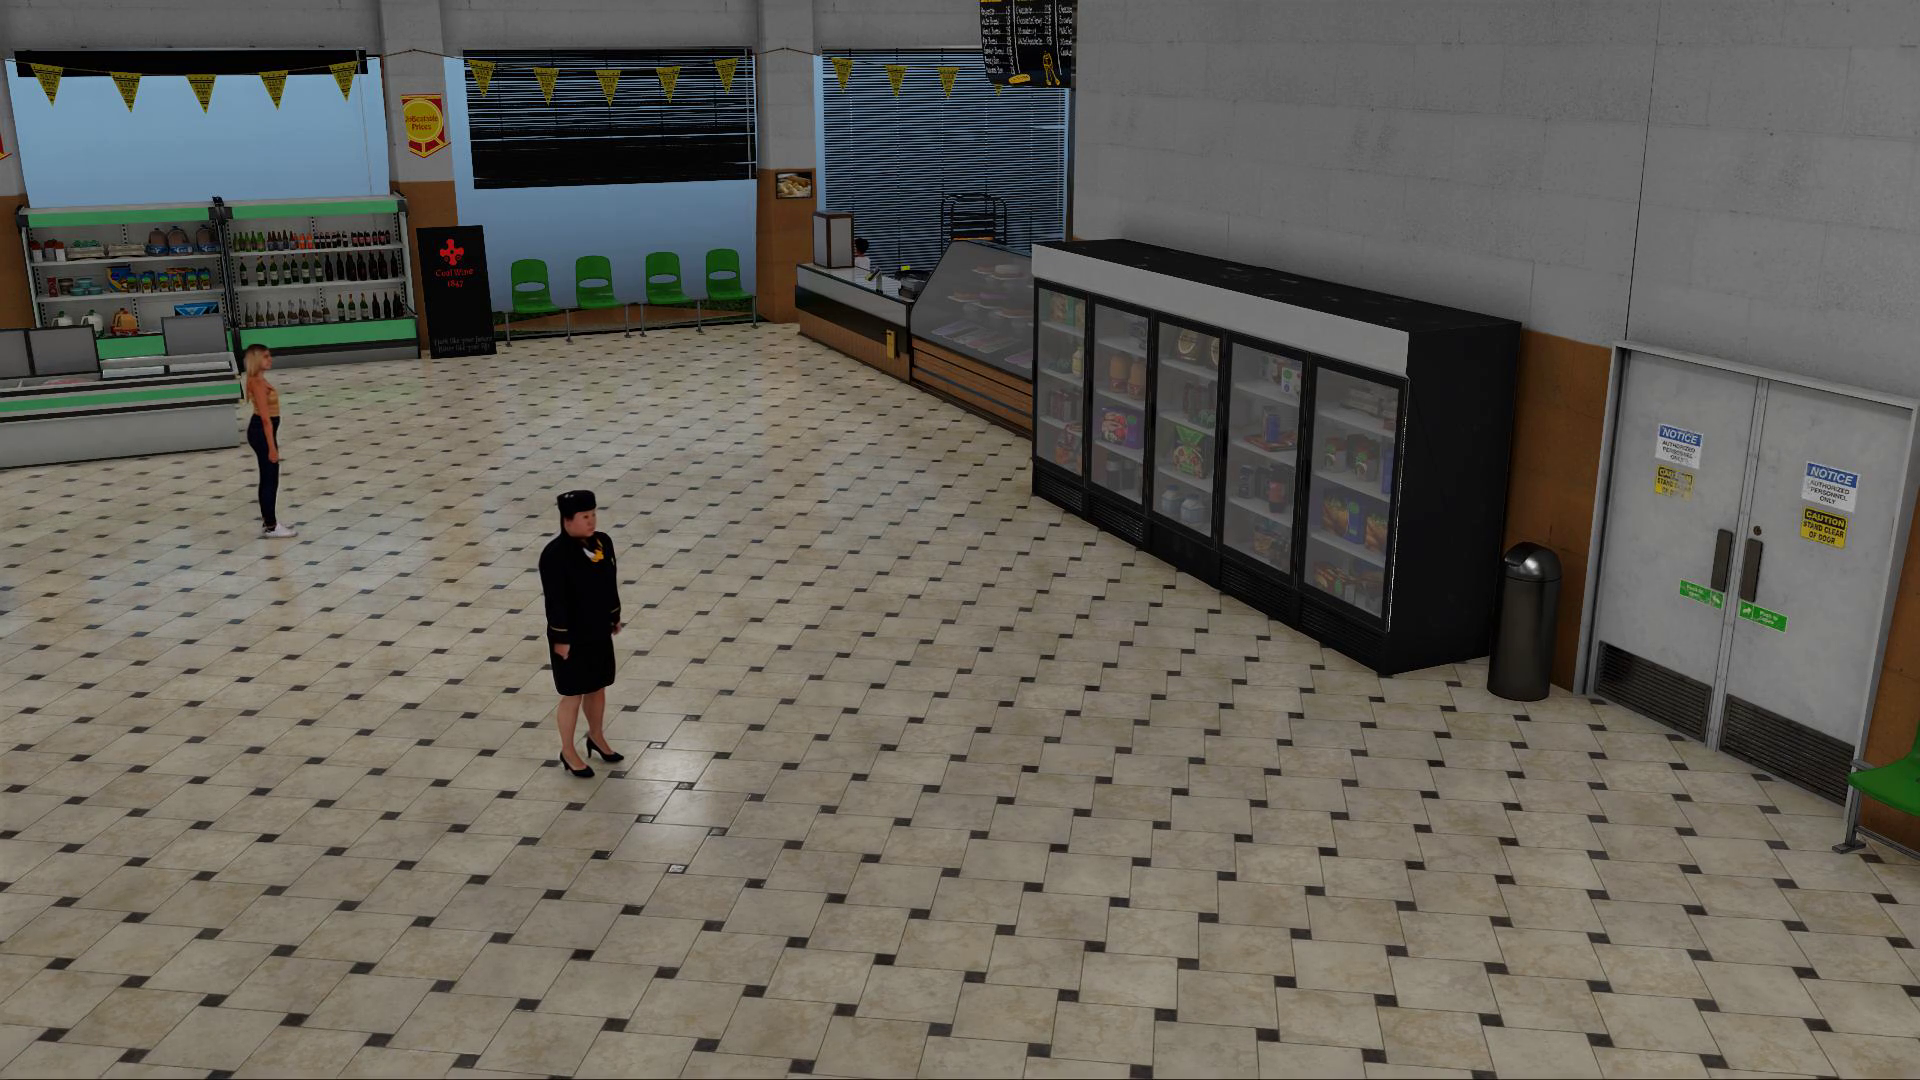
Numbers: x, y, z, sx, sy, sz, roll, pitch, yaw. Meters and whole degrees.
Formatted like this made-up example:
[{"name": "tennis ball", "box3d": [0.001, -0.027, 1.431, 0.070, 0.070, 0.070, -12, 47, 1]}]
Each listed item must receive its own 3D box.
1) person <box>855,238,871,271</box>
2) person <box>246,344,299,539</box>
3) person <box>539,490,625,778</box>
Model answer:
[{"name": "person", "box3d": [-1.434, -3.773, 24.274, 0.621, 1.261, 0.528, 15, 22, 40]}, {"name": "person", "box3d": [-5.840, -0.839, 13.980, 0.508, 1.628, 0.559, -7, 18, -23]}, {"name": "person", "box3d": [-2.144, 0.521, 9.428, 0.860, 1.670, 0.765, 10, 19, 29]}]
